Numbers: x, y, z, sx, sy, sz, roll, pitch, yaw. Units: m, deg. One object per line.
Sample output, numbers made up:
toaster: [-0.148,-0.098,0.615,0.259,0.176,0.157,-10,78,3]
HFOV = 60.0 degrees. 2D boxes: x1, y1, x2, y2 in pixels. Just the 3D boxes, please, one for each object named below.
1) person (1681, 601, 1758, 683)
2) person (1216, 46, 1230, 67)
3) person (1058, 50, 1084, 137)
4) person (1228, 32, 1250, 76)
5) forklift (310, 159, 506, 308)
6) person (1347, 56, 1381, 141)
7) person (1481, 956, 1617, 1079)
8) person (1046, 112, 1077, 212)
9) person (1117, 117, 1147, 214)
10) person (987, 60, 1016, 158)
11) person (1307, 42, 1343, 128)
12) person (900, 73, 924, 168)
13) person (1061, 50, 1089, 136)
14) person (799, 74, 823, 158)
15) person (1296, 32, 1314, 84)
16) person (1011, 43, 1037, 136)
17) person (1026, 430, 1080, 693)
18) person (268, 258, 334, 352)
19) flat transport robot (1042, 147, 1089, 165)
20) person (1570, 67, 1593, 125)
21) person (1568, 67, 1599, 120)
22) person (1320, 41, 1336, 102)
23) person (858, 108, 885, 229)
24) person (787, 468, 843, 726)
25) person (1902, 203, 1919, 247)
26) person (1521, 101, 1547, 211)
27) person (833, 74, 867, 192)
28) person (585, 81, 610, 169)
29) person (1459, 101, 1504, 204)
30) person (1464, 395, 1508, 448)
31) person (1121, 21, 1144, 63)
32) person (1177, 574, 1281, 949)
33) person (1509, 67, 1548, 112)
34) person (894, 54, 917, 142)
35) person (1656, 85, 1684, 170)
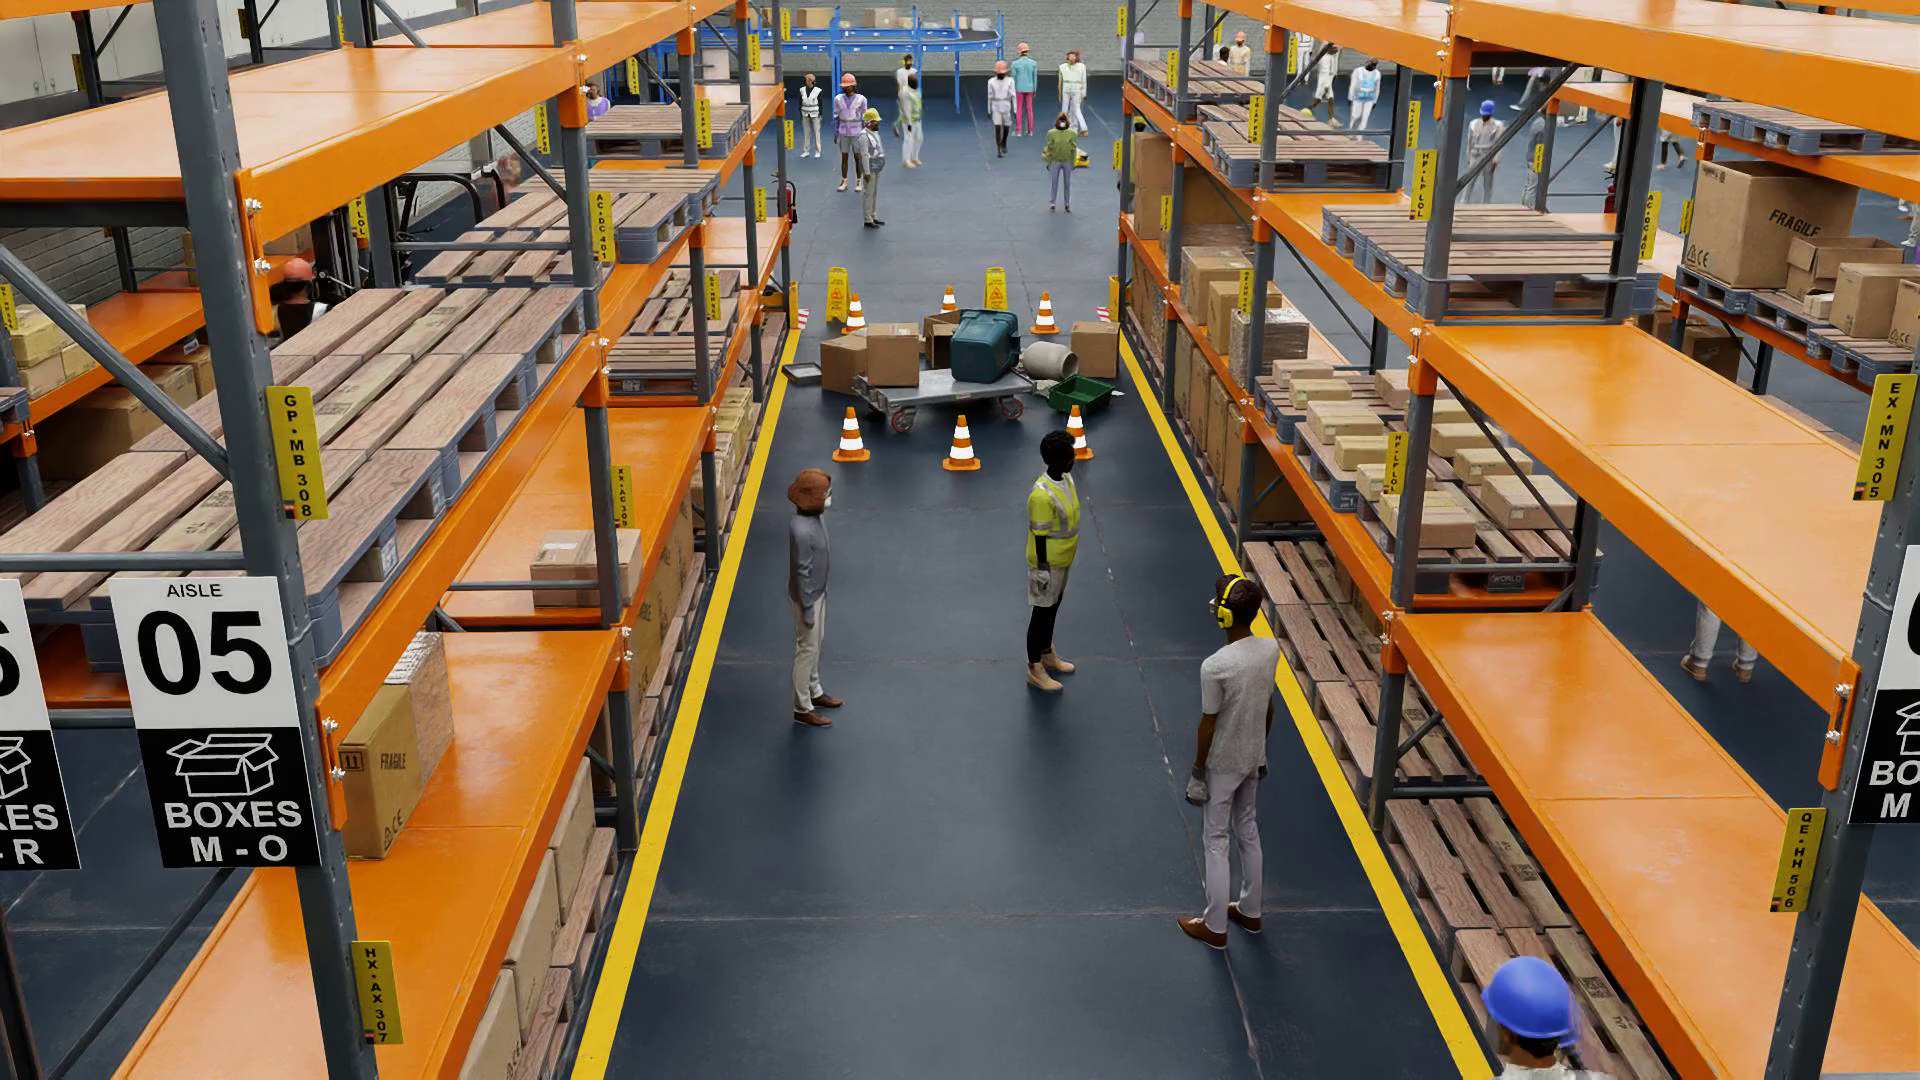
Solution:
person: [4.944,0.019,10.580,0.630,1.842,0.429,4,21,10]
person: [5.736,-9.928,36.787,0.405,1.908,0.599,-6,21,-15]
person: [2.436,-9.811,36.558,0.566,1.846,0.389,-3,21,-8]
person: [6.857,-11.548,41.043,0.546,1.925,0.398,14,25,32]
forklift: [-5.622,-2.910,17.832,2.313,2.155,1.214,-1,21,-1]
person: [8.625,-9.408,35.549,0.672,1.812,0.502,-1,21,-3]
person: [1.649,2.132,4.942,0.636,1.891,1.018,-5,21,-12]
person: [1.664,-6.201,27.320,0.503,1.627,0.288,1,21,2]
person: [2.661,-5.461,24.968,0.605,1.908,0.424,0,21,-1]
person: [0.836,-8.703,33.537,0.579,1.912,0.626,0,21,1]
person: [8.342,-10.487,38.159,1.004,1.990,0.681,10,23,25]
person: [-0.941,-8.056,31.983,0.471,1.804,0.659,9,23,23]
person: [2.567,-9.864,36.715,0.938,1.847,0.576,18,27,39]
person: [-2.998,-8.525,33.446,0.513,1.640,0.311,7,22,18]
person: [9.833,-14.024,47.640,0.573,1.885,0.356,-7,22,-18]
person: [1.400,-9.916,36.639,0.617,1.987,0.403,-8,22,-19]
person: [0.589,0.117,10.522,0.316,1.696,0.541,8,22,19]
person: [-5.492,-1.393,14.130,0.622,1.986,1.075,2,21,6]
flat transport robot: [2.089,-7.622,32.962,0.652,0.197,1.431,-3,21,-8]
person: [14.493,-10.490,38.663,0.507,1.623,0.289,-17,27,-38]
person: [14.814,-10.941,39.446,0.590,1.917,0.395,8,22,21]
person: [9.547,-12.341,43.094,0.416,1.950,0.647,0,21,1]
person: [-1.369,-5.803,25.980,0.404,1.832,0.599,5,21,13]
person: [-0.893,0.338,10.042,0.288,1.626,0.508,2,21,5]
person: [14.294,-5.199,24.523,0.485,1.736,0.321,0,21,0]
person: [9.101,-5.935,26.200,0.365,1.935,0.627,3,21,8]
person: [-1.930,-7.152,29.258,0.615,2.039,0.386,4,21,11]
person: [-6.562,-7.329,30.000,0.570,1.840,0.373,-3,21,-7]
person: [8.283,-6.012,26.452,0.600,1.887,0.936,14,25,32]
person: [4.603,-1.342,14.349,0.542,1.720,0.908,1,21,2]
person: [4.780,-13.440,46.143,0.661,1.862,0.993,-2,21,-4]
person: [1.272,1.048,7.844,0.503,1.861,0.329,-17,27,-38]
person: [14.185,-11.529,41.068,1.005,1.863,0.598,5,21,13]
person: [-1.175,-9.526,35.798,0.528,1.852,0.601,-13,24,-31]
person: [13.606,-7.874,31.667,0.537,1.687,0.471,-4,21,-12]
